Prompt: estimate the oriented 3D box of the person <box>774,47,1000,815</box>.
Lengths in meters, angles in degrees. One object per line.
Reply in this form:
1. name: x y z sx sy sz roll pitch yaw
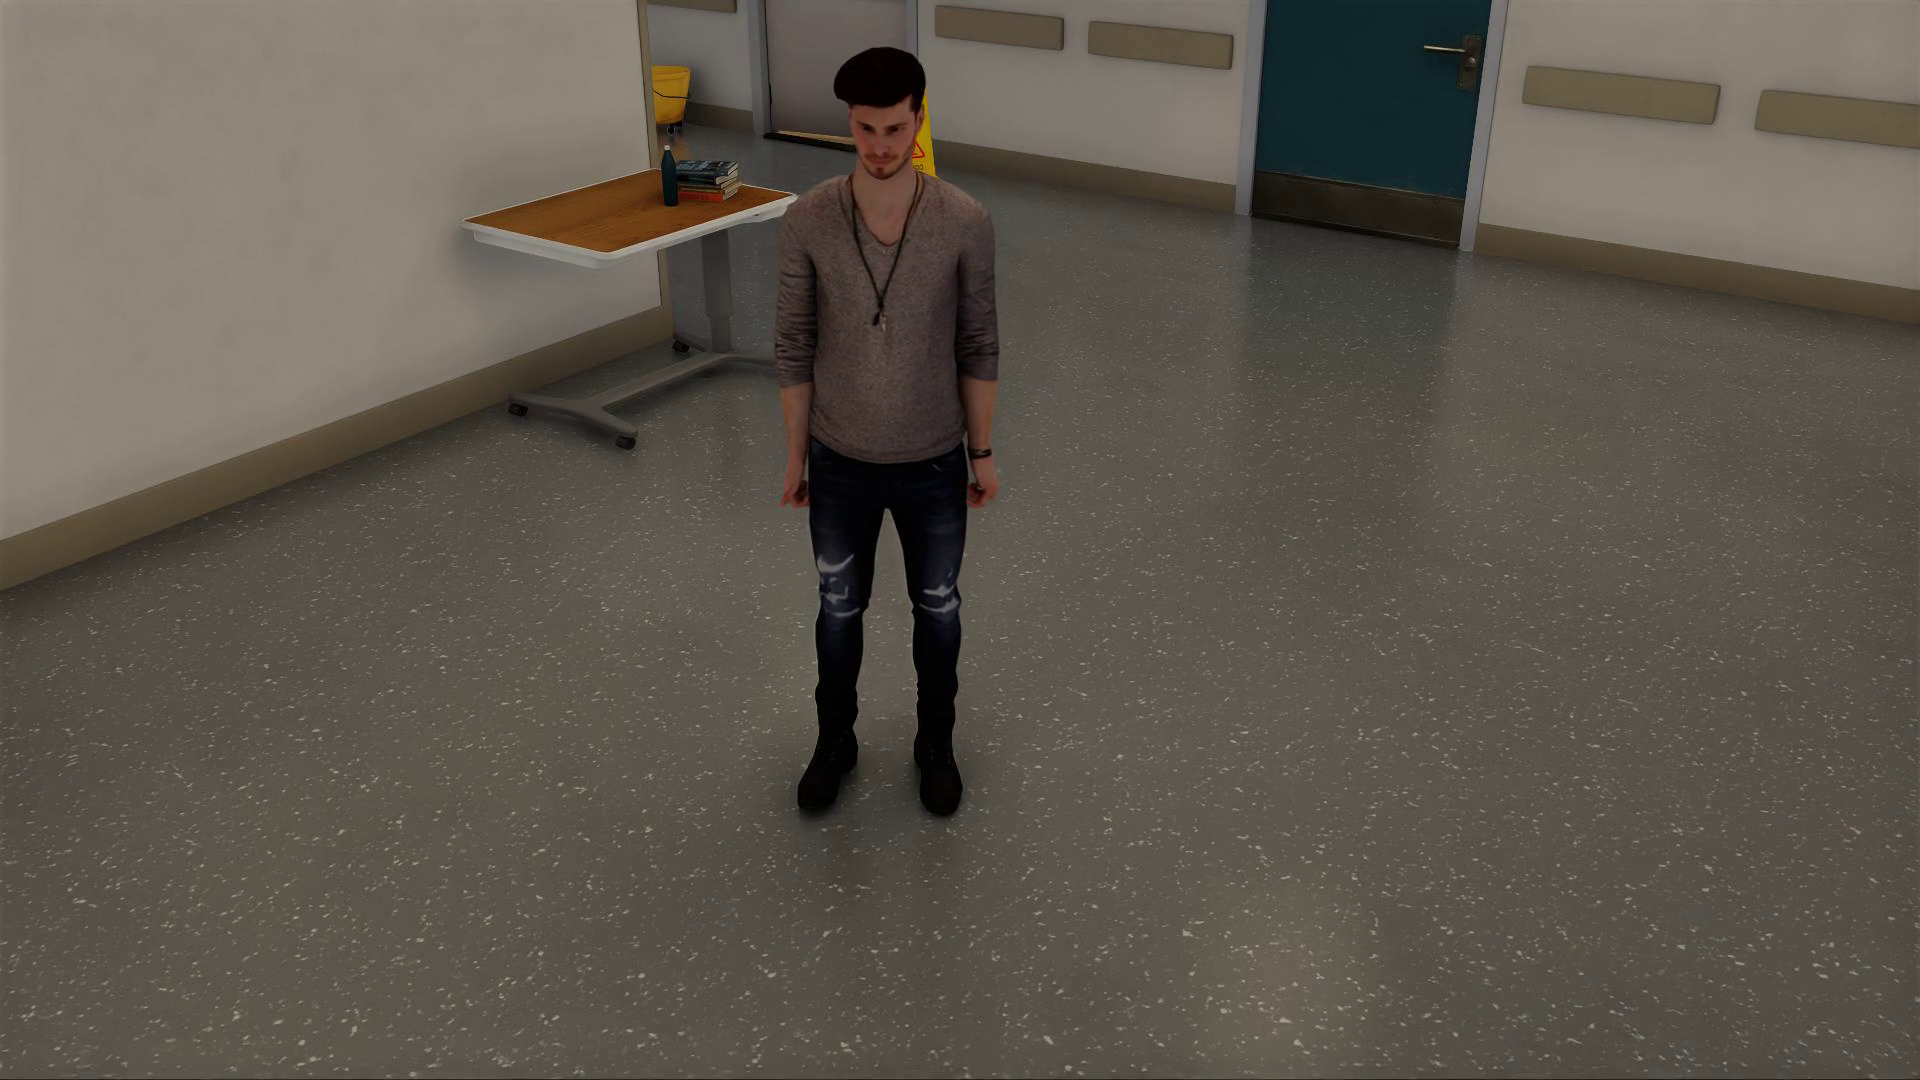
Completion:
1. person: -0.173 -0.222 3.999 0.718 1.896 0.829 1 26 2
